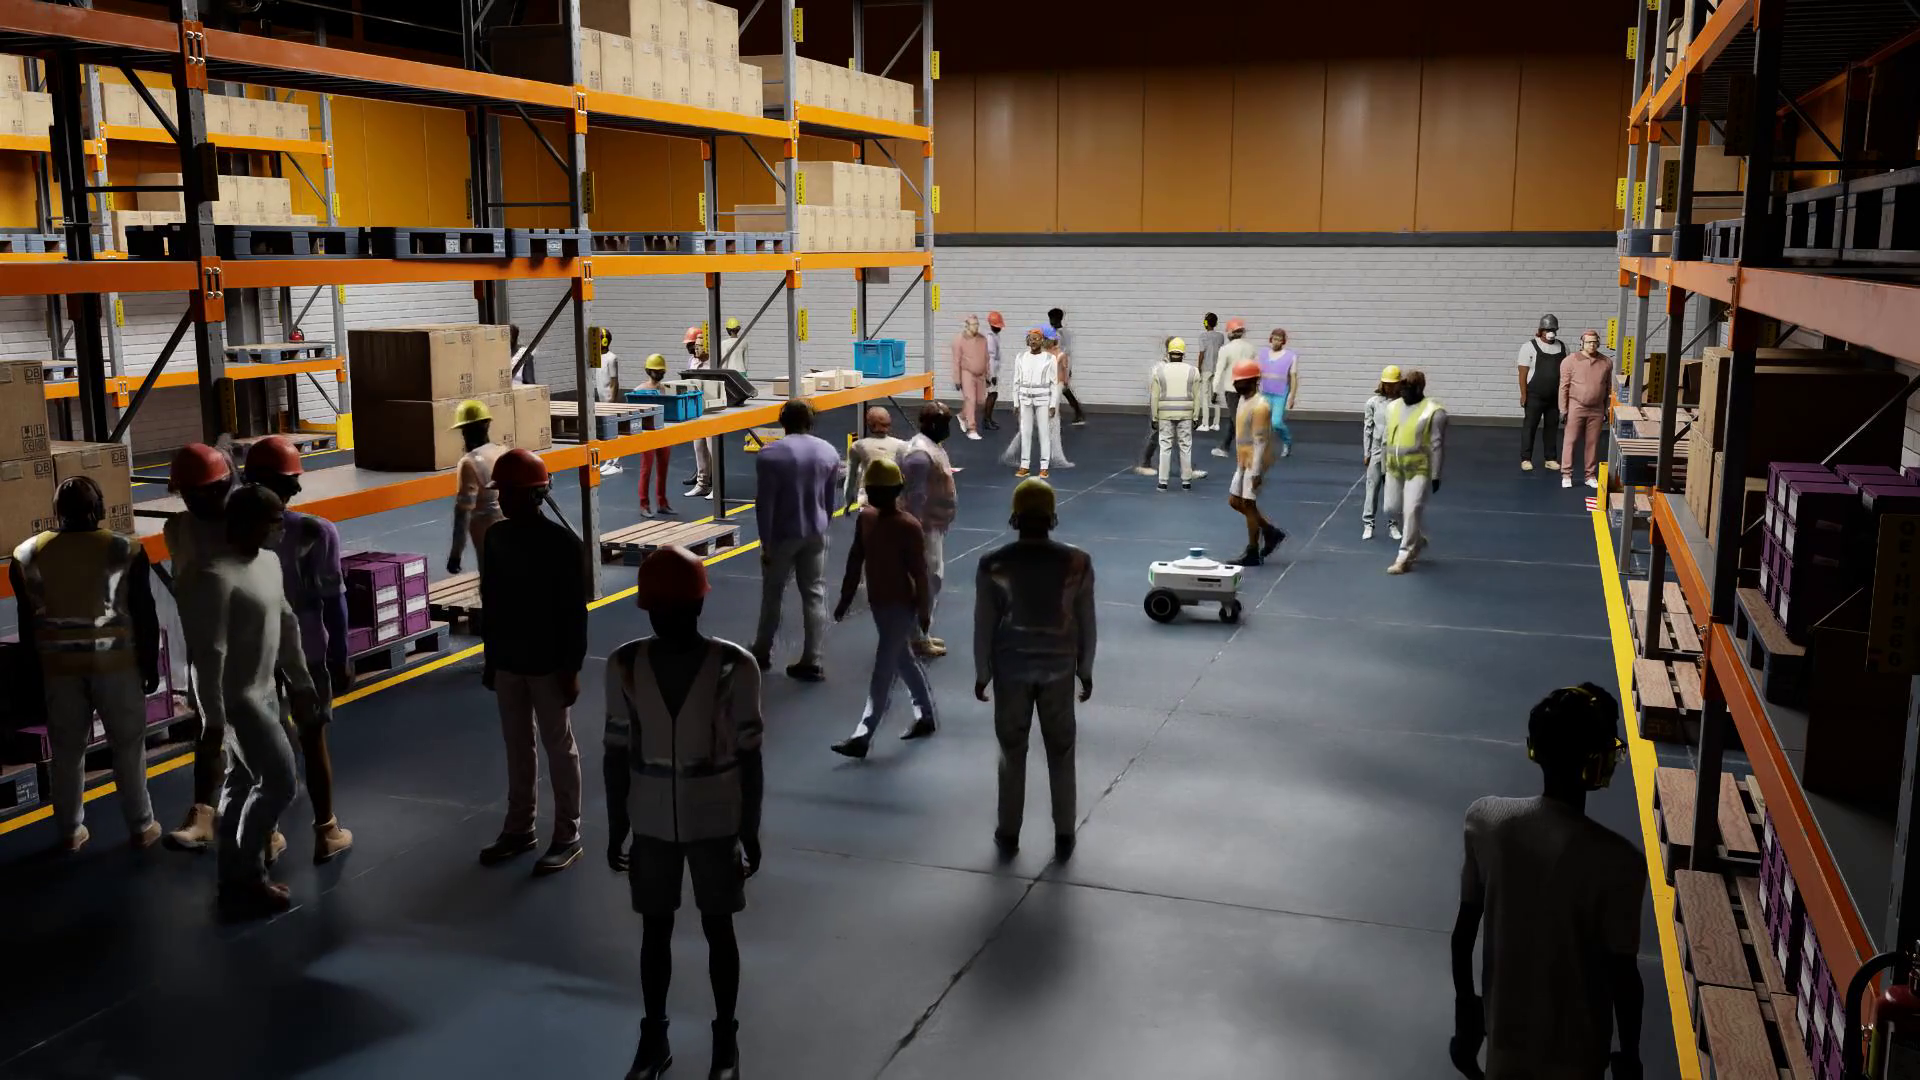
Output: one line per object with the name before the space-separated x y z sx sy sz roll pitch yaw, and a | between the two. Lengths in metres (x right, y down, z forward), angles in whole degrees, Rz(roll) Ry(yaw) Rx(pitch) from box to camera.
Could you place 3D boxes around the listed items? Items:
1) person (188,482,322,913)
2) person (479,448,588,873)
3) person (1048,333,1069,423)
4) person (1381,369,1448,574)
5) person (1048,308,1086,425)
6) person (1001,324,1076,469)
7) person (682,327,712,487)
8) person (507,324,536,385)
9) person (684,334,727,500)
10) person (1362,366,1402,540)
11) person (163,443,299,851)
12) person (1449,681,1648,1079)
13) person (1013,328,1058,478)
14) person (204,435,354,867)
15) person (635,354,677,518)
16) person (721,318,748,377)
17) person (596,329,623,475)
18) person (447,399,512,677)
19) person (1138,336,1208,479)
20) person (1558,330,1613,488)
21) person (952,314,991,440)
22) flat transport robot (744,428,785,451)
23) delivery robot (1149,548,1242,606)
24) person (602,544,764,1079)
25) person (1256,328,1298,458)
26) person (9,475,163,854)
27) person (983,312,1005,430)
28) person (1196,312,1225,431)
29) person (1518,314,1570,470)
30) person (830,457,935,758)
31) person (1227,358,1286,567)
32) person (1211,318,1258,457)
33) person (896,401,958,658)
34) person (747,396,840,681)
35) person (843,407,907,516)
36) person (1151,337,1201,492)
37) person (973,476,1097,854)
person | -3.099 0.697 7.252 0.505 1.910 0.668 -1 10 -4
person | -2.014 0.559 7.796 0.610 1.996 0.379 6 12 29
person | 1.485 -2.495 26.136 0.528 1.592 0.867 5 11 24
person | 4.061 -0.628 14.958 0.703 1.823 0.647 -8 13 -39
person | 1.635 -2.812 27.091 0.977 1.917 0.609 3 10 16
person | 1.011 -1.873 21.754 0.939 1.904 0.582 3 11 17
person | -3.165 -1.599 20.118 0.373 1.934 0.551 -8 13 -39
person | -5.803 -1.853 21.636 0.608 1.899 0.502 8 13 38
person | -2.944 -1.423 19.200 0.645 1.913 0.409 9 14 42
person | 4.256 -0.863 16.523 0.489 1.741 0.321 1 10 7
person | -3.616 0.498 8.206 0.621 1.972 1.085 1 10 5
person | 1.465 1.269 4.158 0.309 1.868 0.535 -8 13 -38
person | 0.939 -1.715 20.920 0.580 1.884 0.352 4 11 21
person | -3.197 0.524 7.863 0.615 2.040 0.391 -1 10 -8
person | -3.263 -1.123 17.925 0.330 1.765 0.533 8 13 39
person | -3.593 -2.648 26.497 0.525 1.772 0.303 -10 14 -44
person | -4.509 -1.762 21.229 0.310 1.868 0.534 -6 12 -29
person | -3.177 0.004 11.199 0.440 1.905 0.639 2 10 13
person | 2.641 -1.658 20.867 0.989 1.793 0.532 8 13 38
person | 7.539 -1.570 20.040 0.651 1.907 0.409 0 10 -2
person | 0.142 -2.479 25.198 0.648 1.892 0.679 -8 13 -39
flat transport robot | -2.714 -1.458 24.007 0.652 0.197 1.431 0 10 0
delivery robot | 1.847 0.305 13.023 0.707 0.478 0.477 3 10 14
person | -0.947 0.964 5.682 0.551 1.934 0.373 0 10 3
person | 4.269 -1.962 22.498 0.623 1.820 0.493 9 13 40
person | -4.184 0.603 8.032 0.621 1.835 0.430 -2 10 -11
person | 0.538 -2.684 26.400 0.389 1.881 0.783 1 10 6
person | 3.921 -2.638 26.198 0.552 1.878 0.372 -6 12 -29
person | 7.626 -1.920 21.632 0.688 2.000 0.539 -1 10 -8
person | -0.440 0.376 9.606 0.893 1.720 0.534 -8 13 -39
person | 2.668 -0.702 15.116 0.561 1.917 0.578 -1 10 -8
person | 3.800 -2.049 22.664 0.618 1.947 1.044 -6 12 -32
person | -0.233 -0.085 11.953 0.434 1.814 0.708 1 10 7
person | -1.165 -0.031 11.398 0.645 1.899 0.914 -6 12 -30
person | -0.690 -0.292 13.675 0.533 1.601 0.799 -3 10 -15
person | 2.557 -1.483 19.755 0.591 1.833 0.403 0 10 2
person | 0.358 0.605 8.009 0.599 1.827 0.404 -1 10 -5
